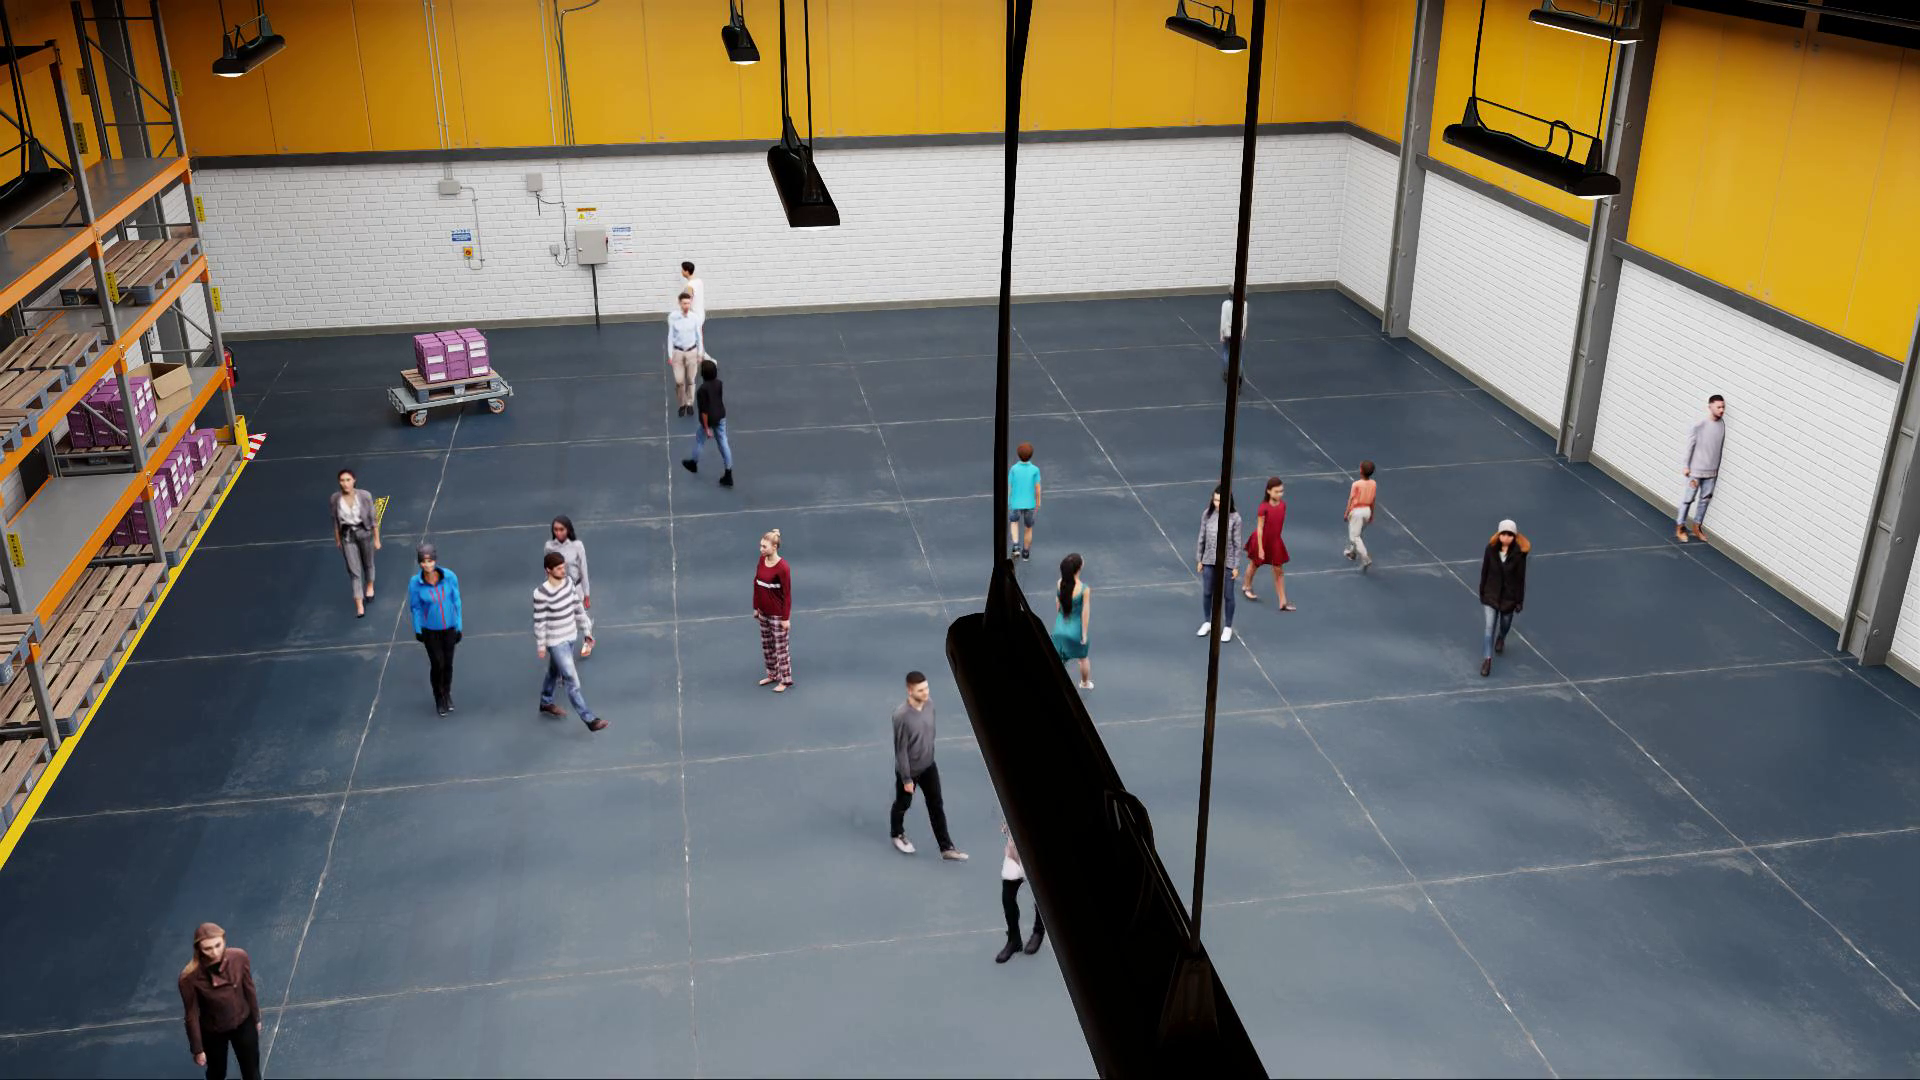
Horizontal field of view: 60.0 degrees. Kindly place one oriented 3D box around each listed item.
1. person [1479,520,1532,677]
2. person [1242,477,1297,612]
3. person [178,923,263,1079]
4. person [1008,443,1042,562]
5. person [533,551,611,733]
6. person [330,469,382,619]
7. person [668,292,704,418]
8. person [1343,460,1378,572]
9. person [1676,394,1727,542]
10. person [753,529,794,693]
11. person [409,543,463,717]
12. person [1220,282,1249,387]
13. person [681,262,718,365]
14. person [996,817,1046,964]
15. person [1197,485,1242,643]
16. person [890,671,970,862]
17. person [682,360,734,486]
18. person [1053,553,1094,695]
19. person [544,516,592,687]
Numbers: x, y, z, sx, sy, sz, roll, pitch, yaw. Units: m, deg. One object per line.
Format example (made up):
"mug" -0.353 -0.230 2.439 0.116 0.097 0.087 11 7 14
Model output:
"person" 5.557 0.542 17.024 0.955 1.609 1.121 9 25 21
"person" 3.350 0.011 18.367 0.736 1.506 1.117 -11 26 -23
"person" -4.834 3.183 10.896 0.991 1.677 1.170 -20 30 -38
"person" 0.740 -0.427 19.452 0.594 1.439 0.591 1 24 2
"person" -3.888 0.947 15.864 1.151 1.796 1.206 10 26 22
"person" -6.599 -0.011 18.267 0.689 1.625 1.093 -7 24 -15
"person" -4.005 -2.725 24.230 0.674 1.822 0.633 -6 24 -13
"person" 4.671 -0.282 19.299 0.590 1.296 0.887 -9 25 -19
"person" 8.942 -0.888 20.008 0.694 1.839 0.597 -2 24 -4
"person" -1.861 0.696 16.559 0.657 1.699 0.745 19 30 37
"person" -5.071 0.825 16.155 0.713 1.785 0.765 -11 26 -24
"person" 4.192 -3.136 25.419 0.589 1.624 0.996 -3 24 -7
"person" -4.098 -3.457 25.972 0.974 1.769 1.000 7 25 16
"person" 0.593 2.354 12.653 0.840 1.790 0.901 12 27 26
"person" 2.755 0.216 17.616 0.703 1.732 0.724 10 26 22
"person" -0.436 1.858 13.864 1.121 1.728 0.998 20 31 39
"person" -3.155 -1.496 21.614 0.988 1.666 1.178 -21 31 -39
"person" 1.019 0.940 16.075 0.966 1.639 1.071 14 27 28
"person" -3.947 0.540 16.938 0.763 1.681 1.206 1 24 1
